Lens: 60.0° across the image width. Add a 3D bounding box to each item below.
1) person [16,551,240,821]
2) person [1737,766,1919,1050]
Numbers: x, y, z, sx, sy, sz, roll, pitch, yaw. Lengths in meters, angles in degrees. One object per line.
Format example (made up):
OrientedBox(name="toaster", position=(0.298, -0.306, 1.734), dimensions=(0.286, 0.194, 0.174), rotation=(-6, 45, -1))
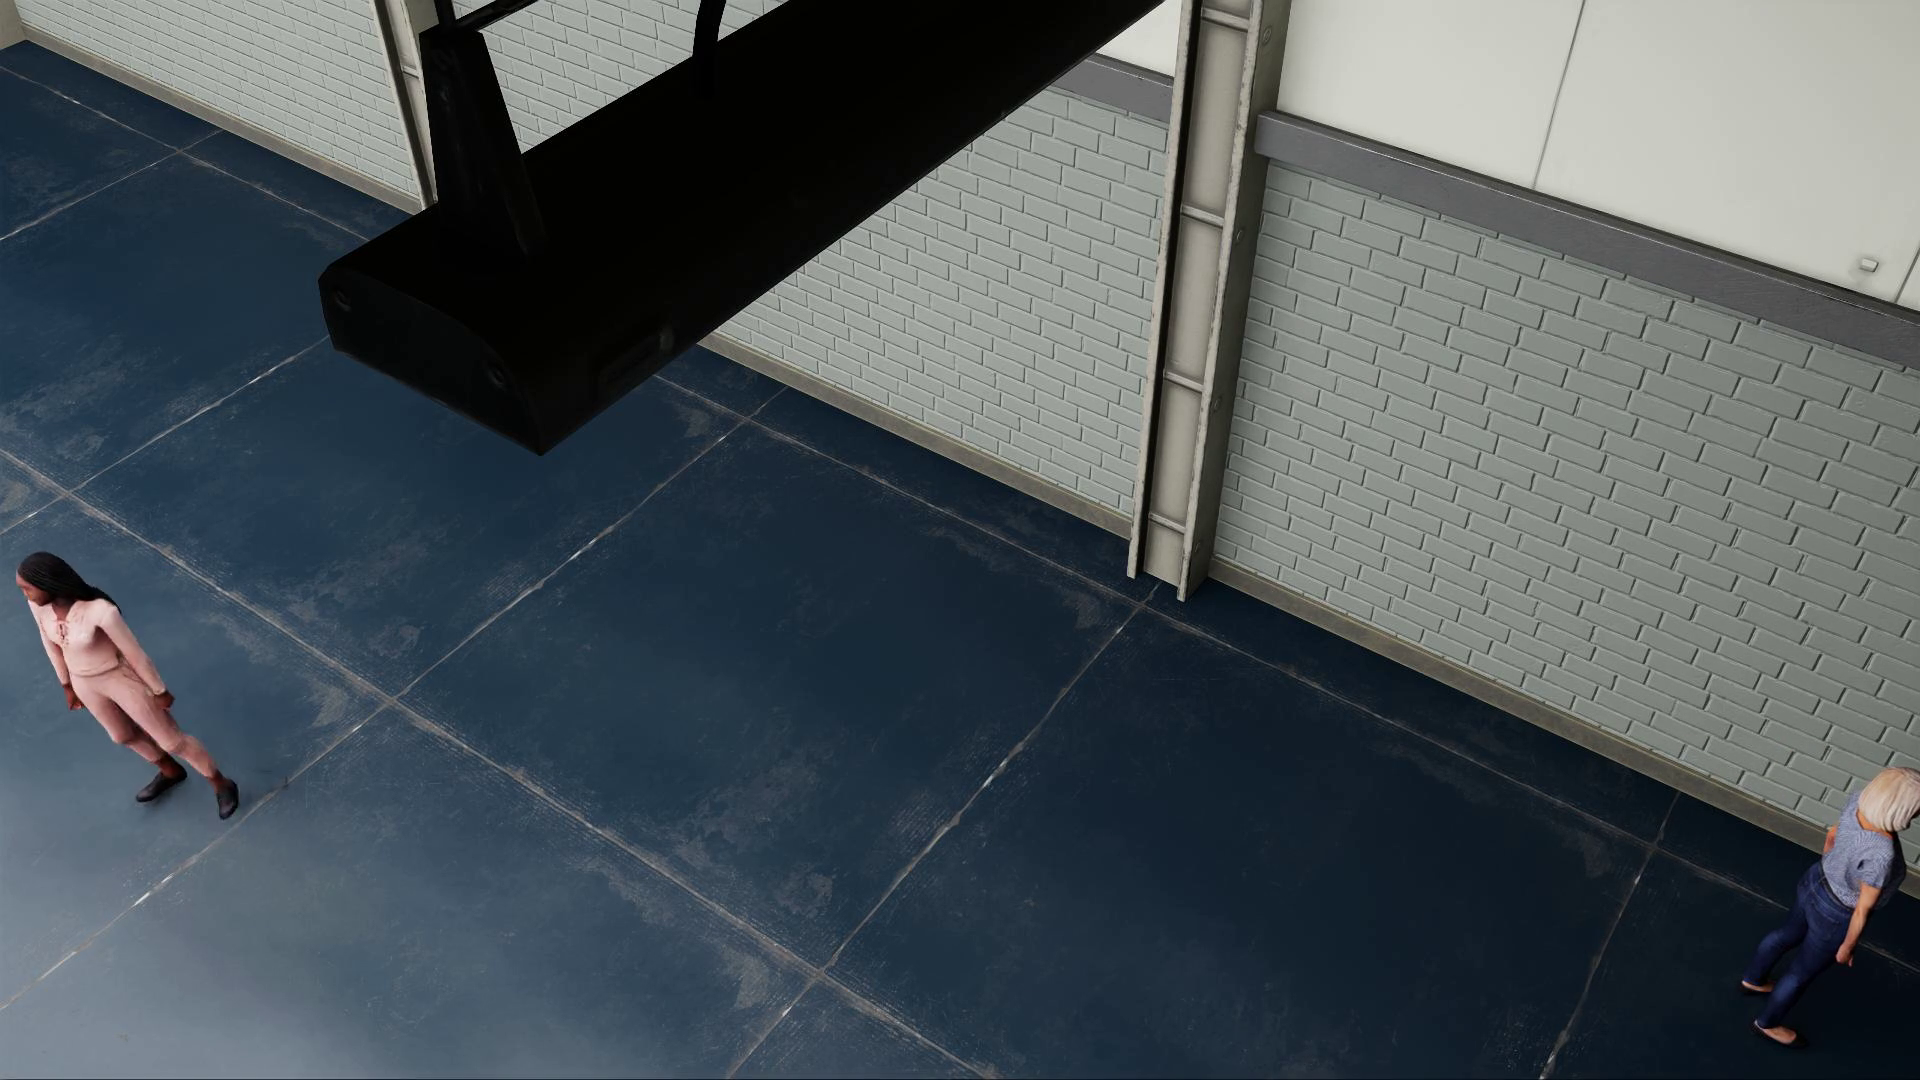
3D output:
OrientedBox(name="person", position=(-4.055, 0.694, 8.089), dimensions=(0.700, 1.700, 0.973), rotation=(1, 43, 1))
OrientedBox(name="person", position=(3.751, 1.553, 7.153), dimensions=(0.662, 1.721, 0.666), rotation=(5, 43, 5))
